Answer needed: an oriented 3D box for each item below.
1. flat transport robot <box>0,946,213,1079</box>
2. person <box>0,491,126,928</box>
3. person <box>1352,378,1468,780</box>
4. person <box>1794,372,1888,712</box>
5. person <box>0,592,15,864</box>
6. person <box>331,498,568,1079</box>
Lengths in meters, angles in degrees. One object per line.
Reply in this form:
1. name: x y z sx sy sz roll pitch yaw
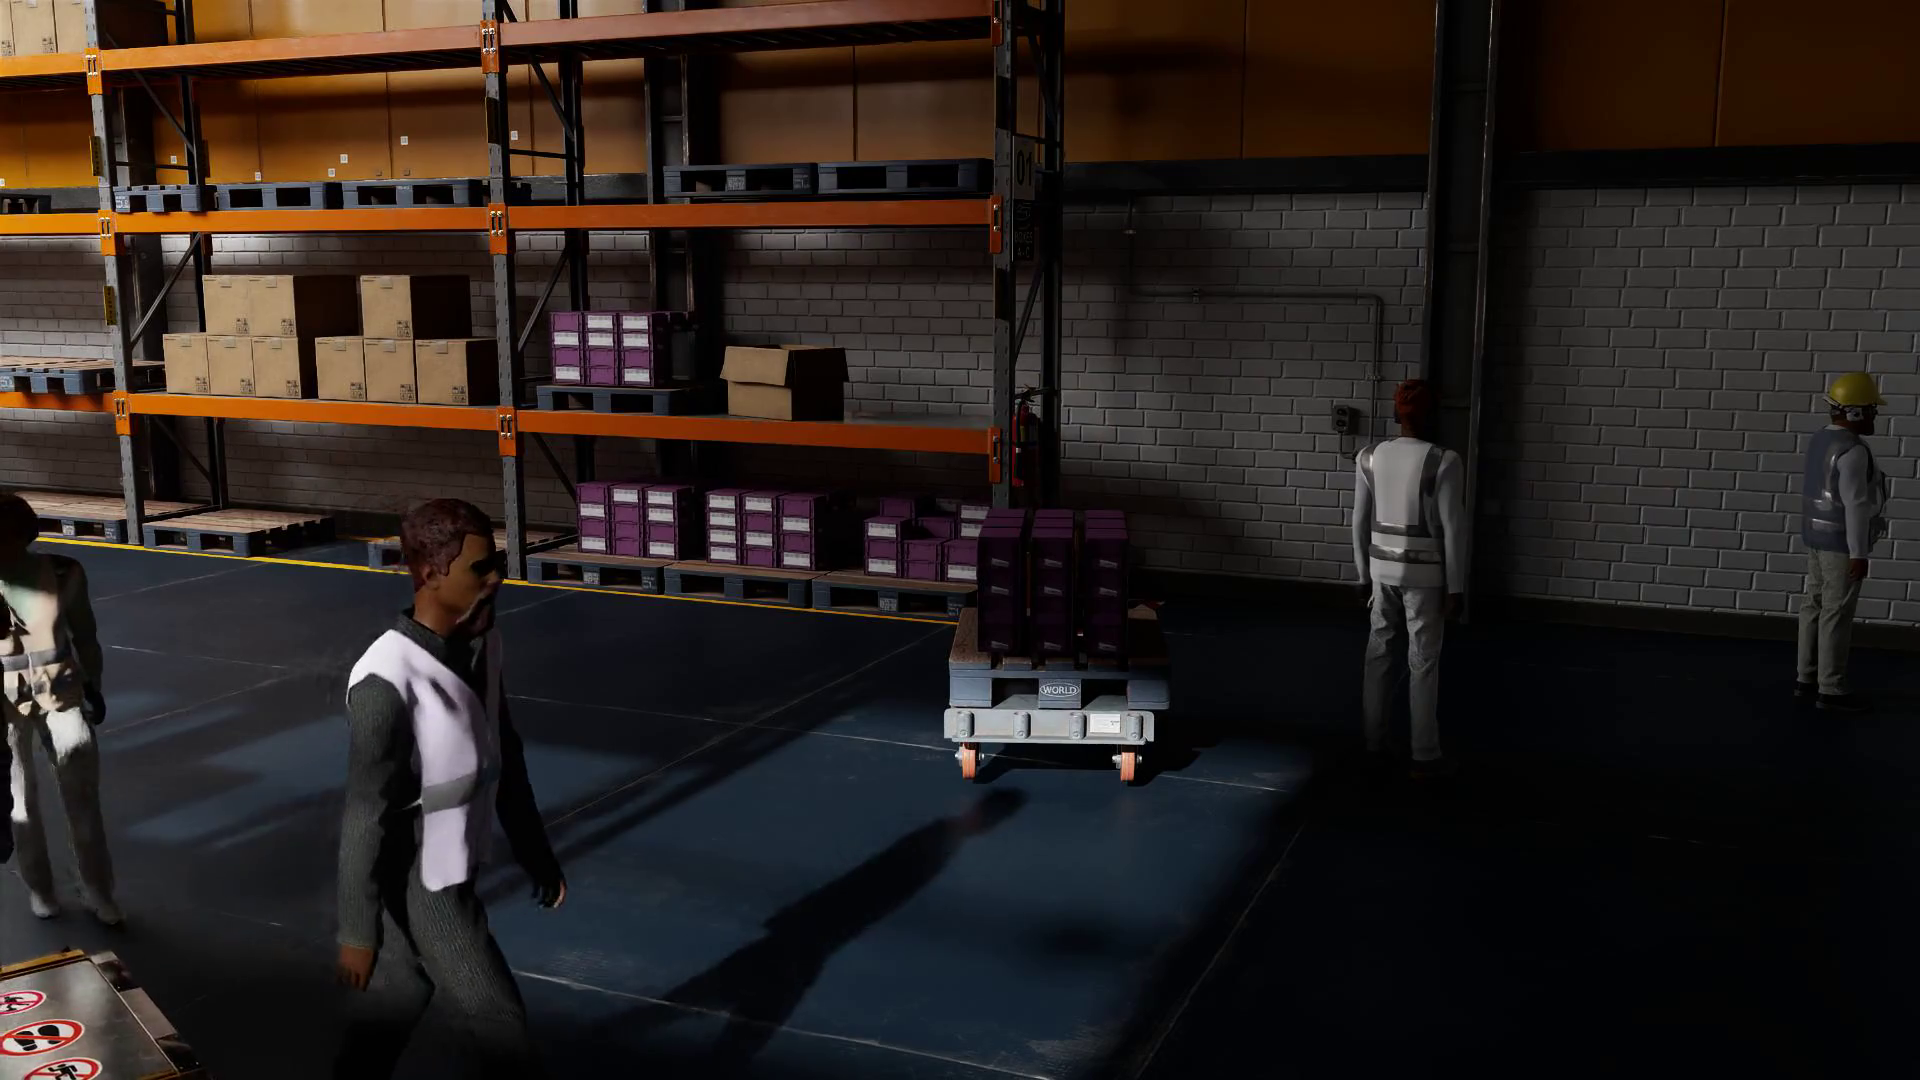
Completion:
1. flat transport robot: -2.677 1.497 4.796 0.652 0.197 1.431 -8 12 -39
2. person: -3.328 0.627 5.981 0.518 1.612 0.654 -7 12 -38
3. person: 2.122 0.183 7.847 0.354 1.883 0.572 -9 13 -43
4. person: 4.803 0.006 9.056 0.404 1.833 0.589 1 10 5
5. person: -2.785 0.855 4.618 0.388 1.615 0.536 -1 9 -3
6. person: -1.215 0.819 4.090 1.032 1.861 0.597 0 9 3
